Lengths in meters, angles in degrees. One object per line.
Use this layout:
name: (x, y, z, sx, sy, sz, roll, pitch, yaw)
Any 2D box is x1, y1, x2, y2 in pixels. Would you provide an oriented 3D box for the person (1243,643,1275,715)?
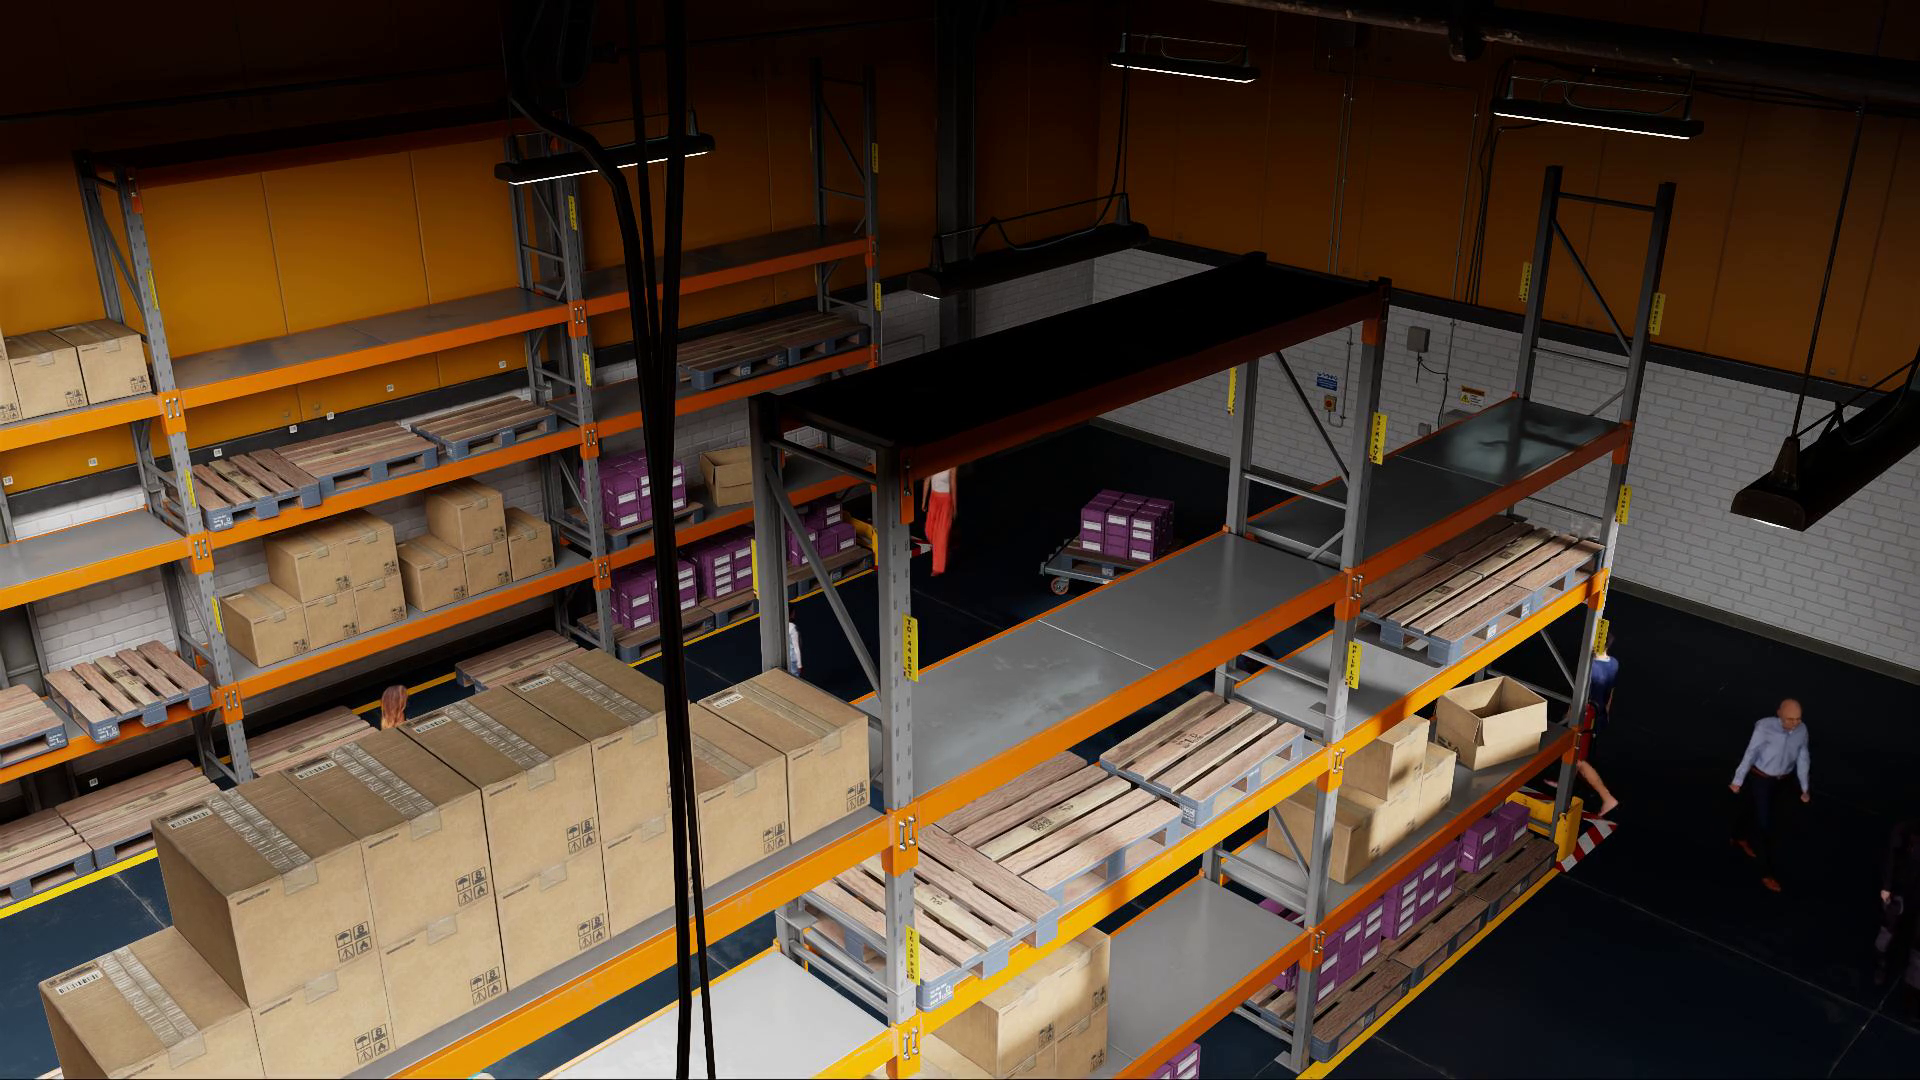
person: (2.628, 1.750, 15.275, 0.953, 1.677, 0.785, -13, 27, -27)

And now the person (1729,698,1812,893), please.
person: (6.971, 2.084, 14.439, 1.234, 1.735, 1.224, -4, 24, -10)

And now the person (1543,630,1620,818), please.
person: (5.826, 1.682, 15.253, 1.027, 1.820, 0.760, -16, 28, -32)

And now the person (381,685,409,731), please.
person: (-4.815, 2.051, 14.475, 0.605, 1.767, 0.564, 17, 29, 34)

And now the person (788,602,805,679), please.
person: (-1.755, 1.209, 17.033, 0.484, 1.260, 0.473, -21, 31, -40)

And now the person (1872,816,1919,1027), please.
person: (7.370, 2.705, 12.855, 0.912, 1.867, 1.196, 12, 26, 25)

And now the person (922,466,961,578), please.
person: (-0.173, -0.452, 20.174, 0.713, 1.788, 0.888, 15, 28, 31)
